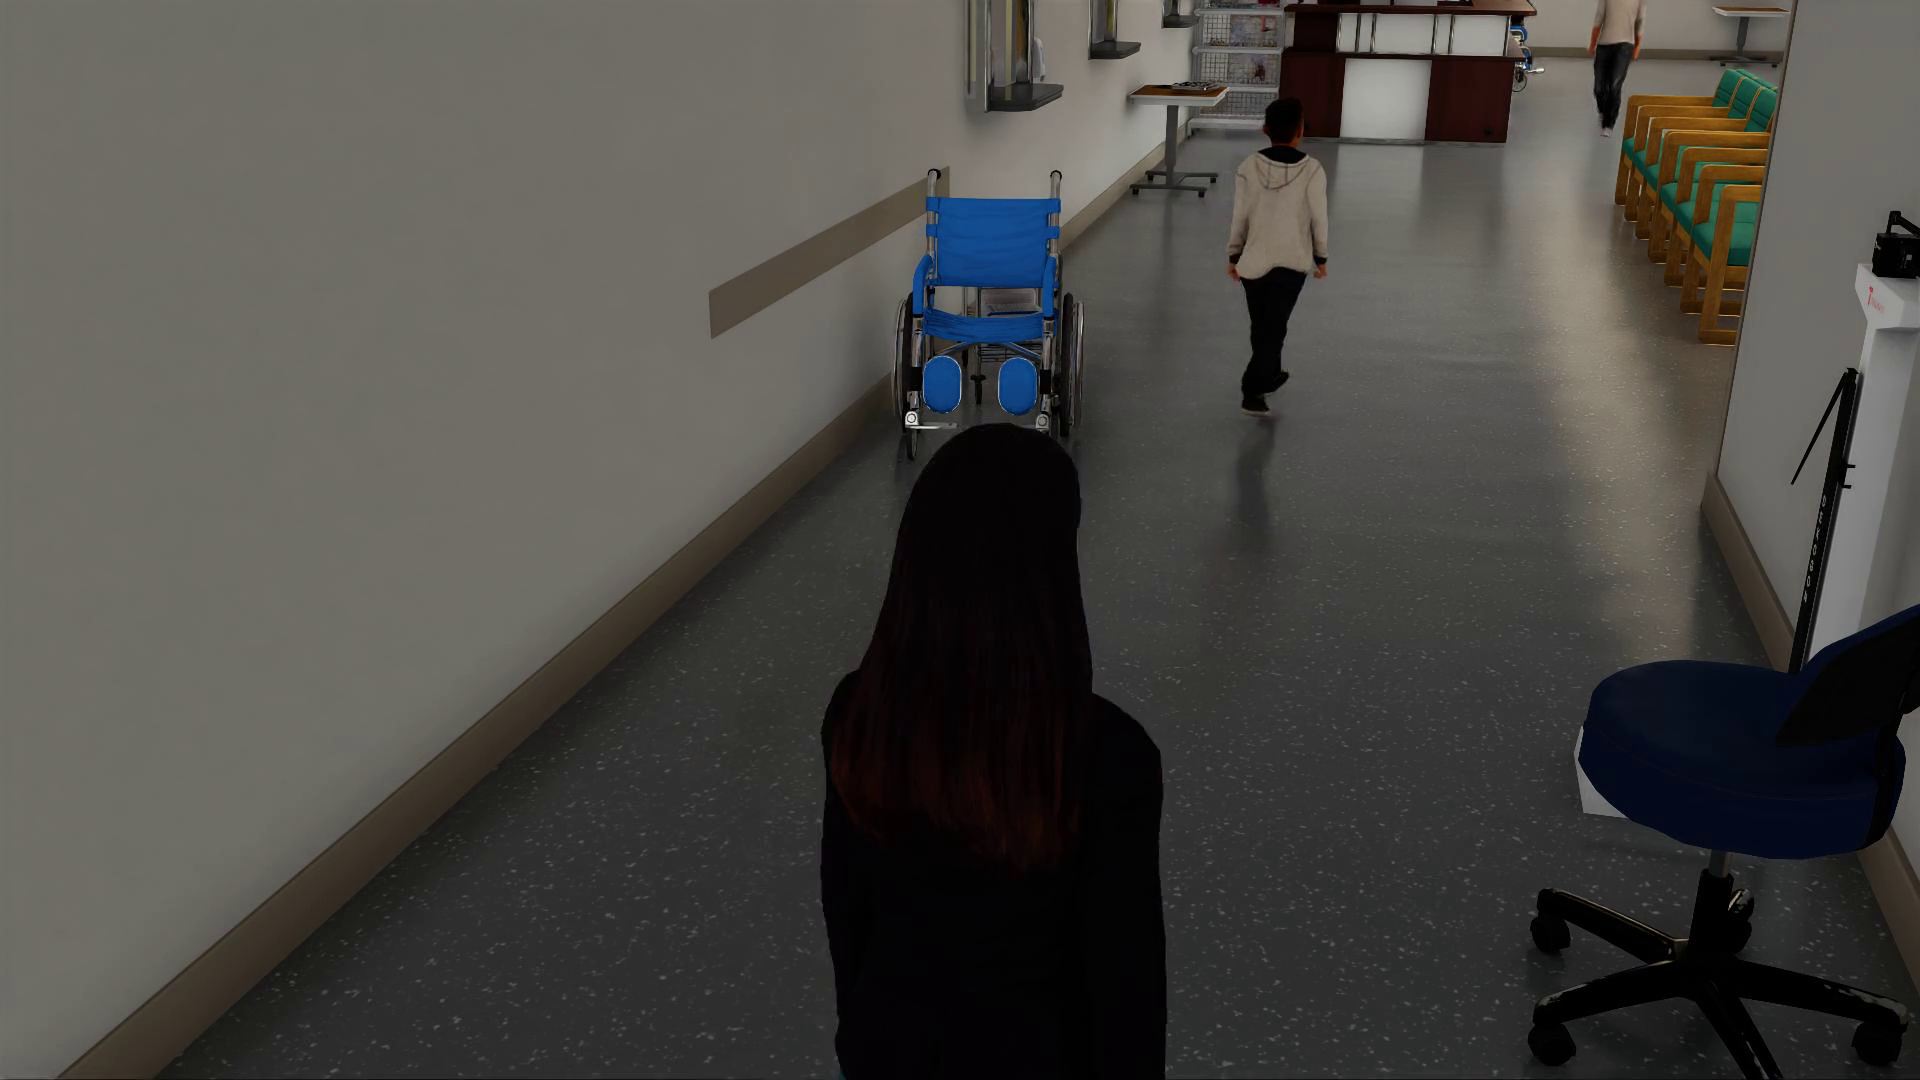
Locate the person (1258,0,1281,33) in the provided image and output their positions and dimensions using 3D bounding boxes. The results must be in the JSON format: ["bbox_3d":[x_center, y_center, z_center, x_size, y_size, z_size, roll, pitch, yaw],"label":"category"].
[{"bbox_3d":[5.977,-10.667,32.284,0.839,1.539,0.830,-18,27,-40],"label":"person"}]

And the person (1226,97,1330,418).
[{"bbox_3d":[1.412,-1.247,7.575,0.964,1.425,0.804,11,23,26],"label":"person"}]

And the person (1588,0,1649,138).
[{"bbox_3d":[6.814,-5.125,17.304,1.039,1.786,0.851,9,23,23],"label":"person"}]

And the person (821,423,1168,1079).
[{"bbox_3d":[-0.001,0.739,1.919,0.796,1.717,0.763,9,23,22],"label":"person"}]
